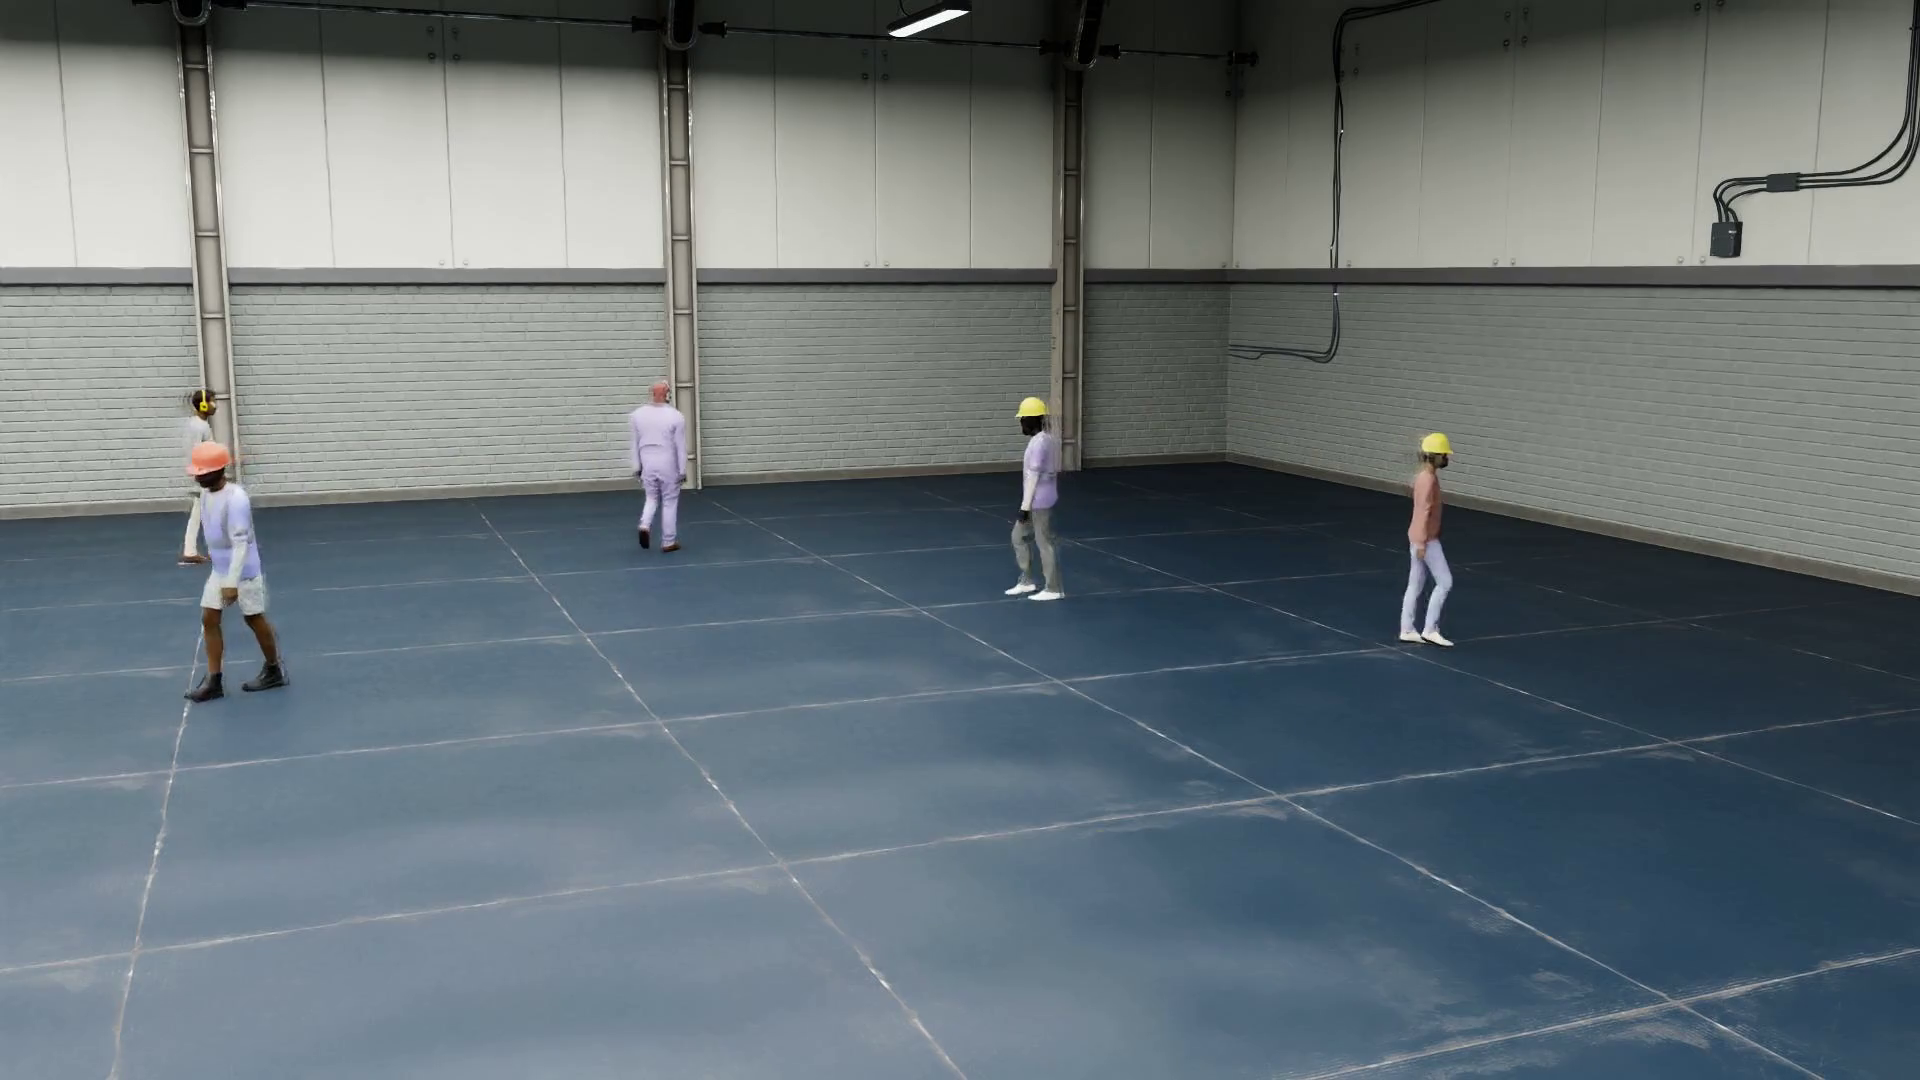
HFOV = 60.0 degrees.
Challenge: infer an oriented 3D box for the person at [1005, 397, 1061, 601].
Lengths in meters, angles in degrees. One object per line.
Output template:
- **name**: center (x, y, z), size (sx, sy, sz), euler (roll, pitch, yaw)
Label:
- **person**: center (0.646, -0.368, 15.463), size (0.674, 1.904, 0.591), euler (0, 9, 0)

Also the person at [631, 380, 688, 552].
- **person**: center (-3.270, -0.795, 18.153), size (0.664, 1.895, 0.492), euler (3, 9, 16)

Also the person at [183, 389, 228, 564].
- **person**: center (-7.845, -0.659, 17.497), size (0.807, 1.842, 0.536), euler (-5, 10, -28)

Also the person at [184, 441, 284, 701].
- **person**: center (-5.220, 0.221, 11.858), size (0.558, 1.868, 0.870), euler (6, 11, 35)

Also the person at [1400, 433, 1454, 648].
- **person**: center (3.885, 0.003, 13.581), size (0.567, 1.745, 0.559), euler (2, 9, 13)
